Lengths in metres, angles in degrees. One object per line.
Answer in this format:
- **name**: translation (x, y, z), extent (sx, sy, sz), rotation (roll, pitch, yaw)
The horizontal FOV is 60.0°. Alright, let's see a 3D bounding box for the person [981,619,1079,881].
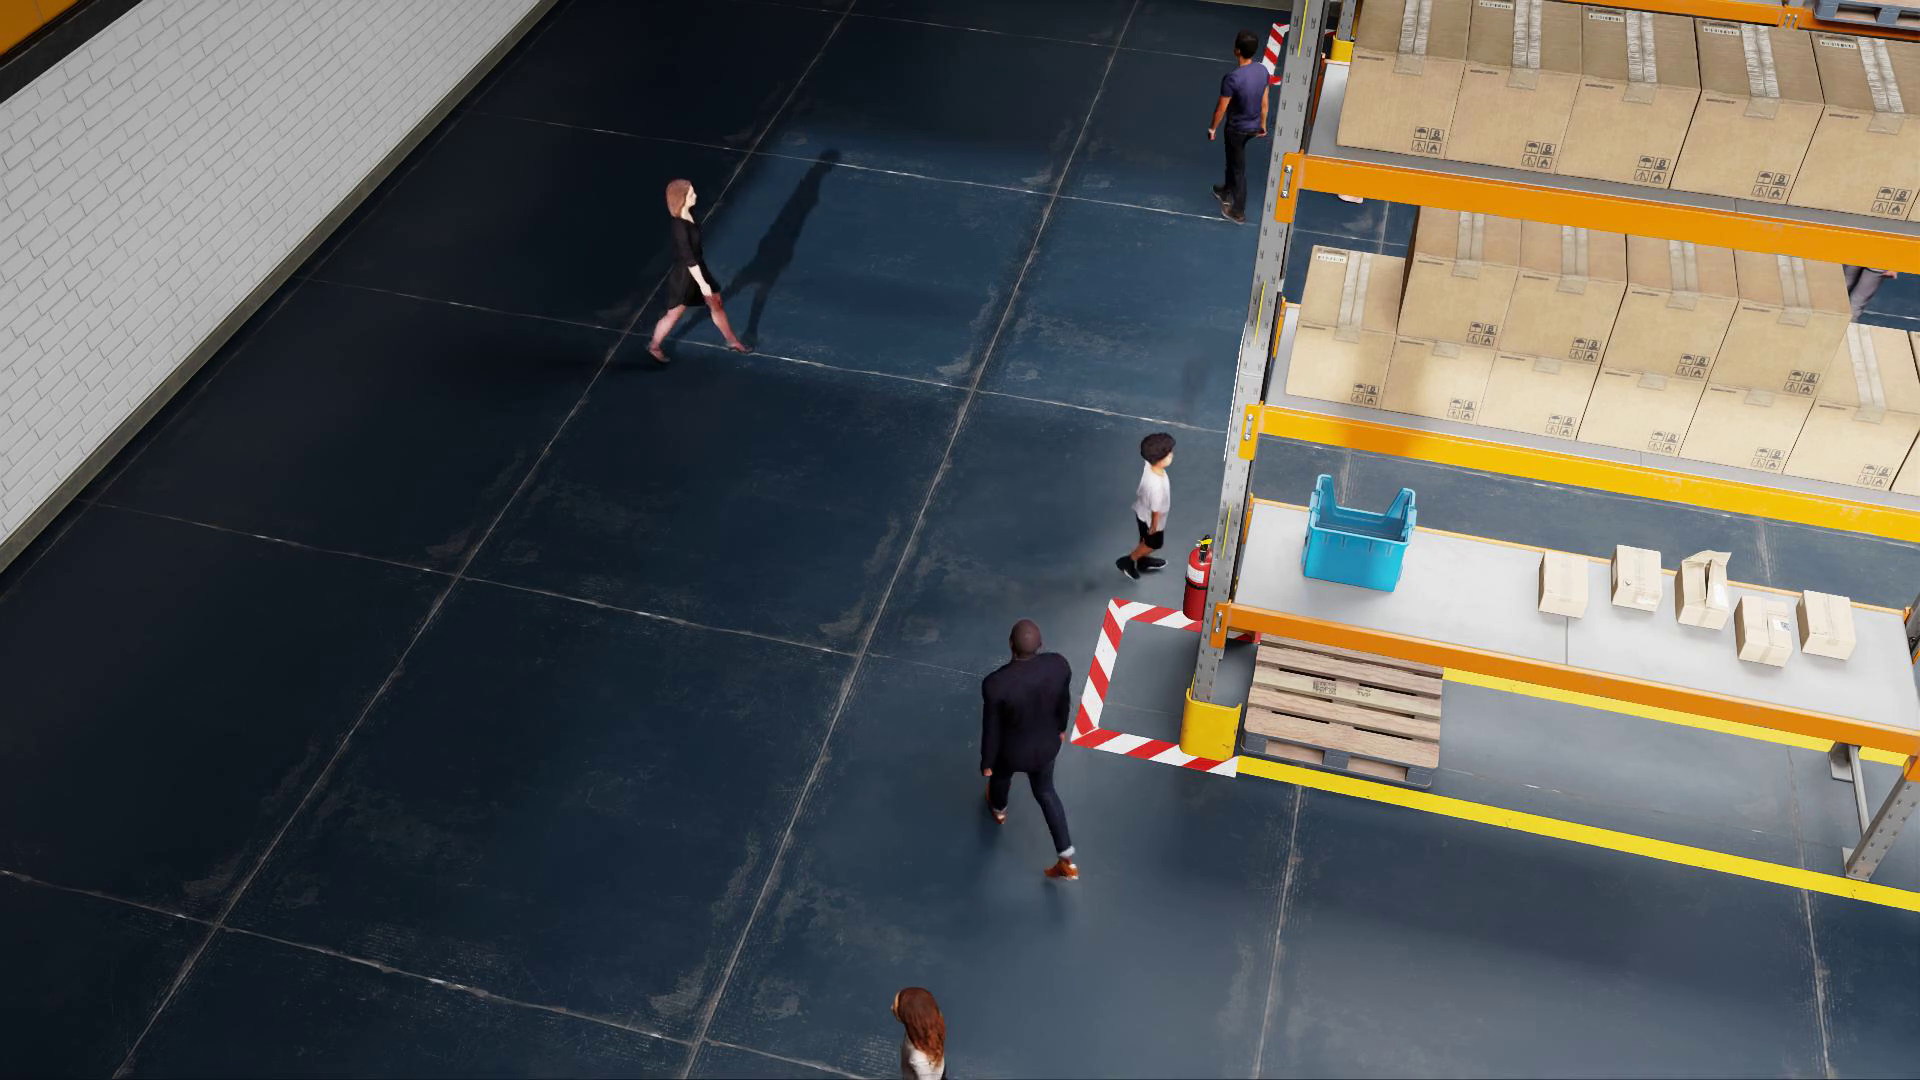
- **person**: translation (0.422, 1.250, 9.490), extent (1.249, 1.779, 1.231), rotation (-17, 46, -17)

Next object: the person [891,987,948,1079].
- **person**: translation (-0.108, 2.676, 8.237), extent (0.985, 1.443, 0.638), rotation (6, 44, 6)

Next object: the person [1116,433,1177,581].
- **person**: translation (1.257, -0.217, 11.414), extent (0.706, 1.250, 0.616), rotation (-7, 44, -7)

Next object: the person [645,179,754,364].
- **person**: translation (-2.216, -2.028, 13.022), extent (1.145, 1.654, 0.797), rotation (-1, 44, -1)

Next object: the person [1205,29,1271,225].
- **person**: translation (2.509, -3.559, 14.541), extent (0.898, 1.775, 0.961), rotation (-25, 49, -24)
